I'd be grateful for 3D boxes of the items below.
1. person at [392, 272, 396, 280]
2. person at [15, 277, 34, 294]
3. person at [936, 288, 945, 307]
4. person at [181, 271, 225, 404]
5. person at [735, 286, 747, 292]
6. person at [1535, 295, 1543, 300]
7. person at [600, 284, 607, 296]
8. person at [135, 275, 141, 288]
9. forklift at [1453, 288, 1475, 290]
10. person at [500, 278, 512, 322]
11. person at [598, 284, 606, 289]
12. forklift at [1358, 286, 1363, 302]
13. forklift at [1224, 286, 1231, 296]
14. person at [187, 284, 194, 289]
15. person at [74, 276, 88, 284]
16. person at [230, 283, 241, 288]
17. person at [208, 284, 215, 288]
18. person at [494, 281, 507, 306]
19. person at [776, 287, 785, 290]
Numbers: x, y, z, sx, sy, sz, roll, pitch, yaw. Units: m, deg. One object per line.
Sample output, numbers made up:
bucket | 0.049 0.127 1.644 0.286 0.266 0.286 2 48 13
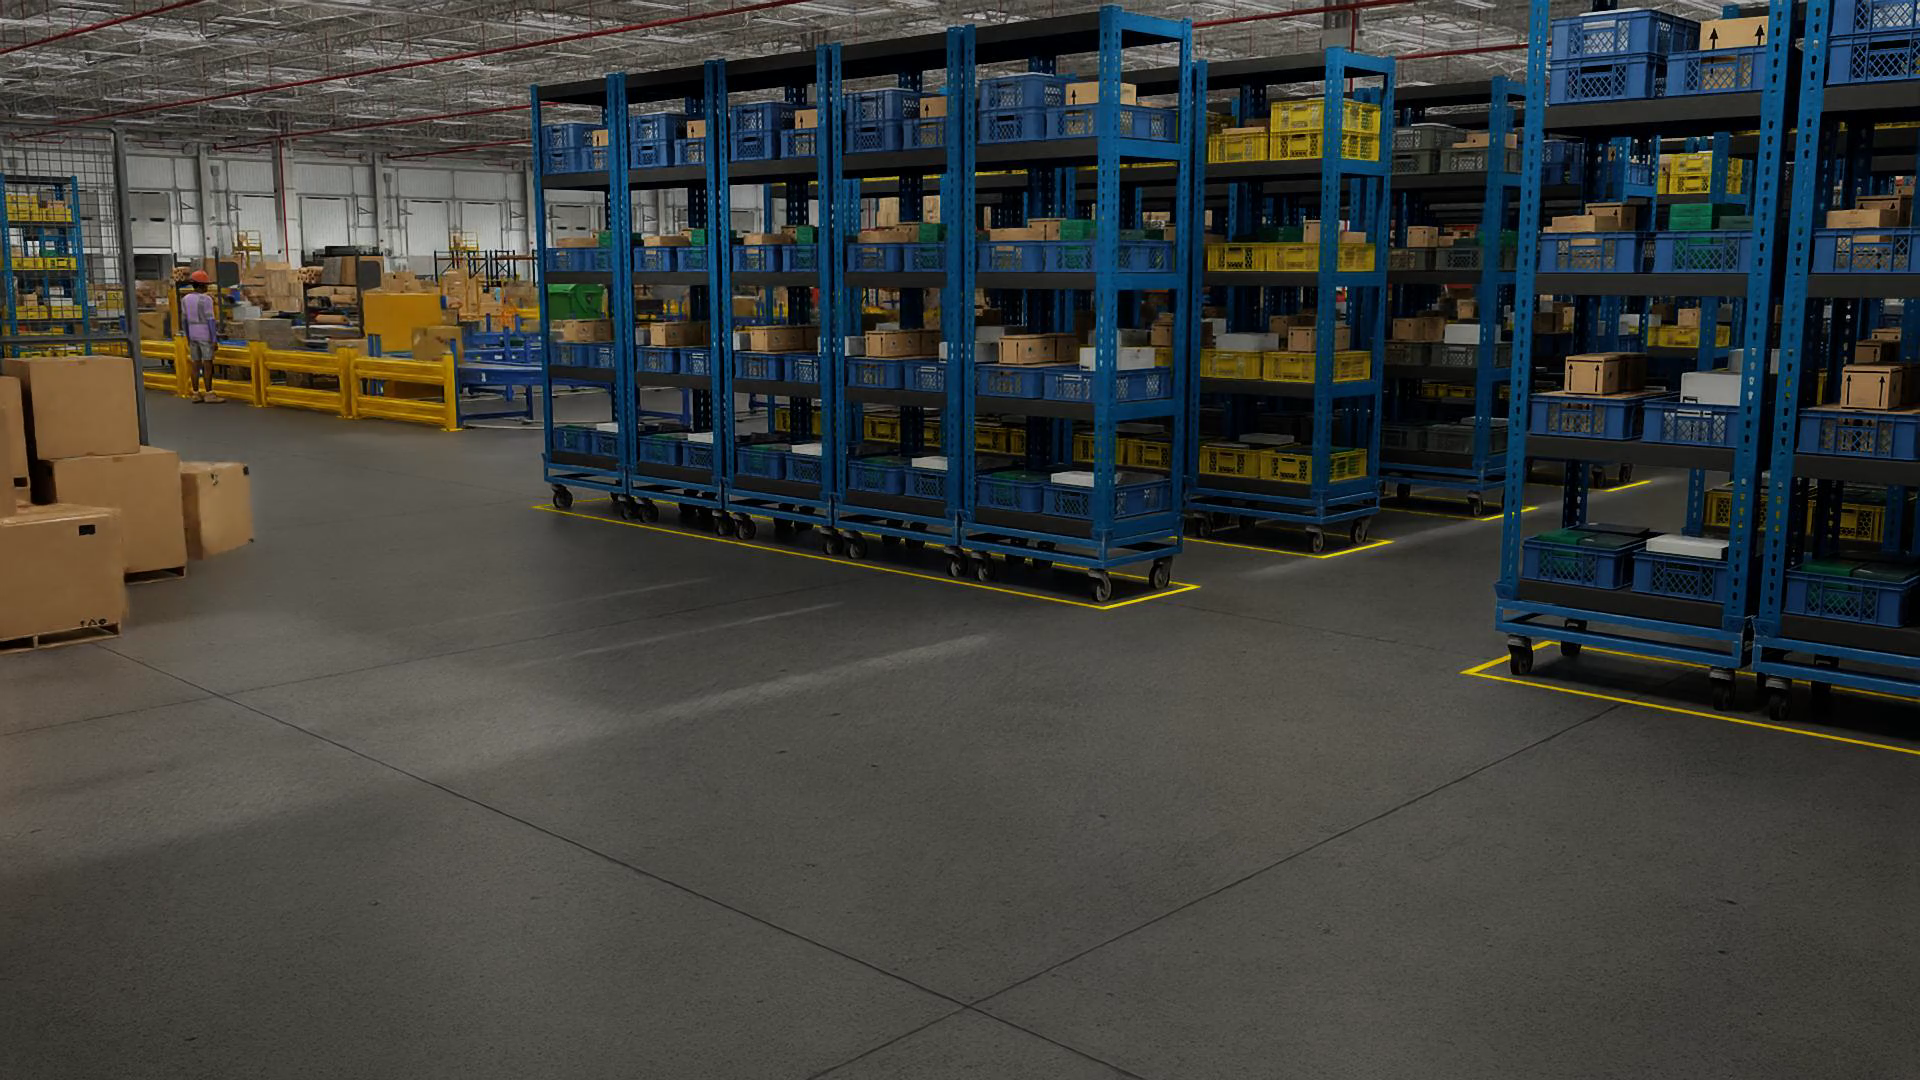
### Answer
person | -28.991 -12.797 85.353 0.585 1.917 0.382 9 13 44
person | -29.830 -7.539 53.097 0.392 1.929 0.541 9 13 44
person | -0.632 -8.039 56.762 0.525 1.734 0.783 -9 13 -43
person | -11.638 -3.111 25.579 0.614 2.040 0.391 4 10 25
person | -8.364 -9.252 63.240 0.717 2.000 0.820 4 10 21
person | 15.398 -6.148 44.894 0.589 1.823 0.404 1 9 7
person | -13.036 -8.595 60.585 0.851 1.588 0.525 -2 9 -12
person | -37.352 -11.134 75.427 0.675 1.822 0.630 3 10 17
forklift | 19.360 -9.723 63.559 1.129 2.768 1.873 8 12 41
person | -16.543 -8.645 60.368 0.374 1.752 0.551 -1 9 -4
person | -13.434 -9.086 62.542 0.372 1.933 0.552 2 9 10
forklift | 11.100 -7.017 46.970 1.873 2.768 1.129 9 13 43
forklift | 9.665 -9.287 60.888 1.873 2.768 1.129 9 13 43
person | -27.009 -8.383 58.454 0.510 1.865 0.329 4 10 23
person | -42.307 -11.912 80.158 0.635 1.842 0.429 -5 10 -26
person | -27.254 -9.079 62.572 0.587 1.913 0.394 5 11 29
person | -25.426 -8.010 56.223 0.768 1.841 0.562 -4 10 -25
person | -16.179 -8.309 58.542 0.537 1.693 0.320 6 11 33
person | -8.565 -11.575 78.846 0.855 1.595 0.516 5 11 29
